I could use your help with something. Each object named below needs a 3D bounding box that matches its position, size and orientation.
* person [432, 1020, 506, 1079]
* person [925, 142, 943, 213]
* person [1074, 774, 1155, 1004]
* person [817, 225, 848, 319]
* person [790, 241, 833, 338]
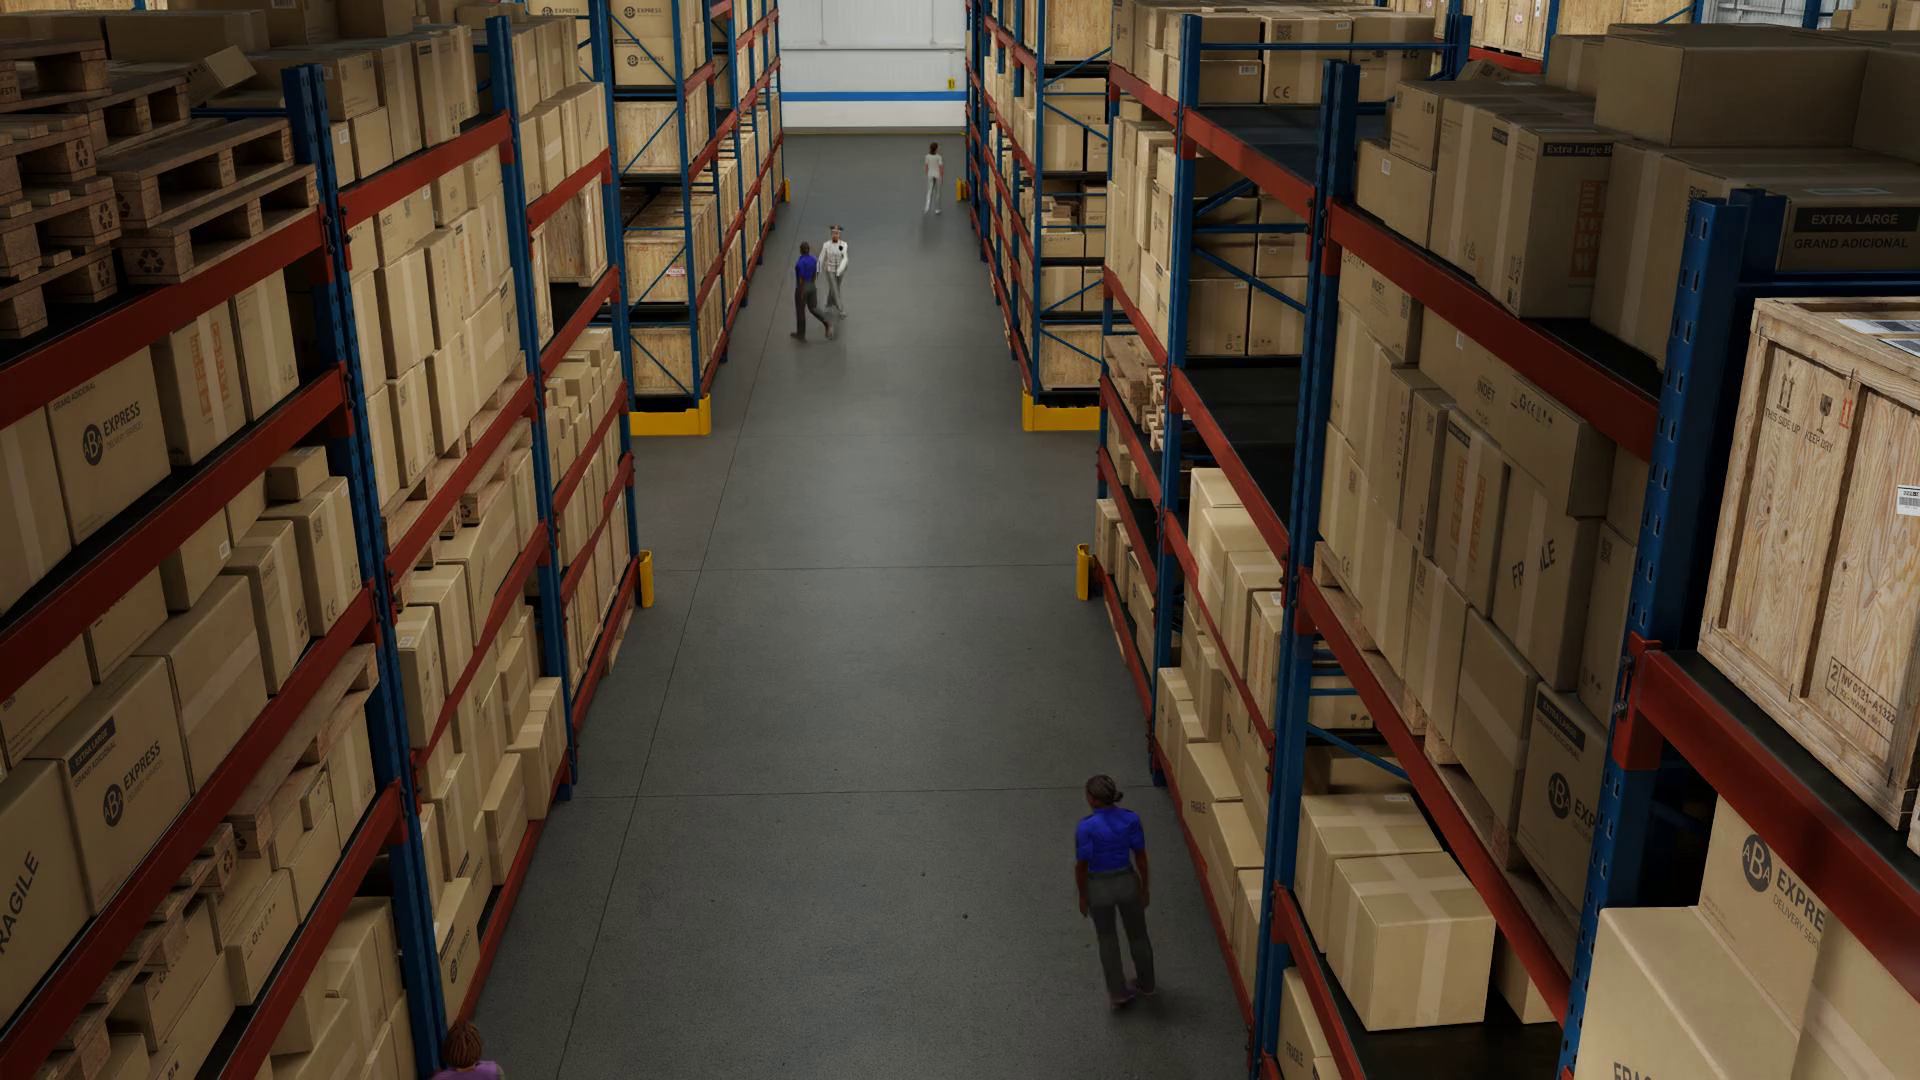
[{"bbox_3d":[-2.476,3.095,8.434,0.426,1.562,0.896,-9,22,-23],"label":"person"},{"bbox_3d":[-0.626,-8.668,39.832,0.448,1.672,0.642,5,21,14],"label":"person"},{"bbox_3d":[0.996,2.242,10.685,0.573,1.652,0.407,-3,21,-7],"label":"person"},{"bbox_3d":[-2.212,-4.732,29.317,0.490,1.634,1.018,-6,21,-15],"label":"person"},{"bbox_3d":[-2.530,-4.183,27.851,0.784,1.639,0.479,15,25,35],"label":"person"}]
